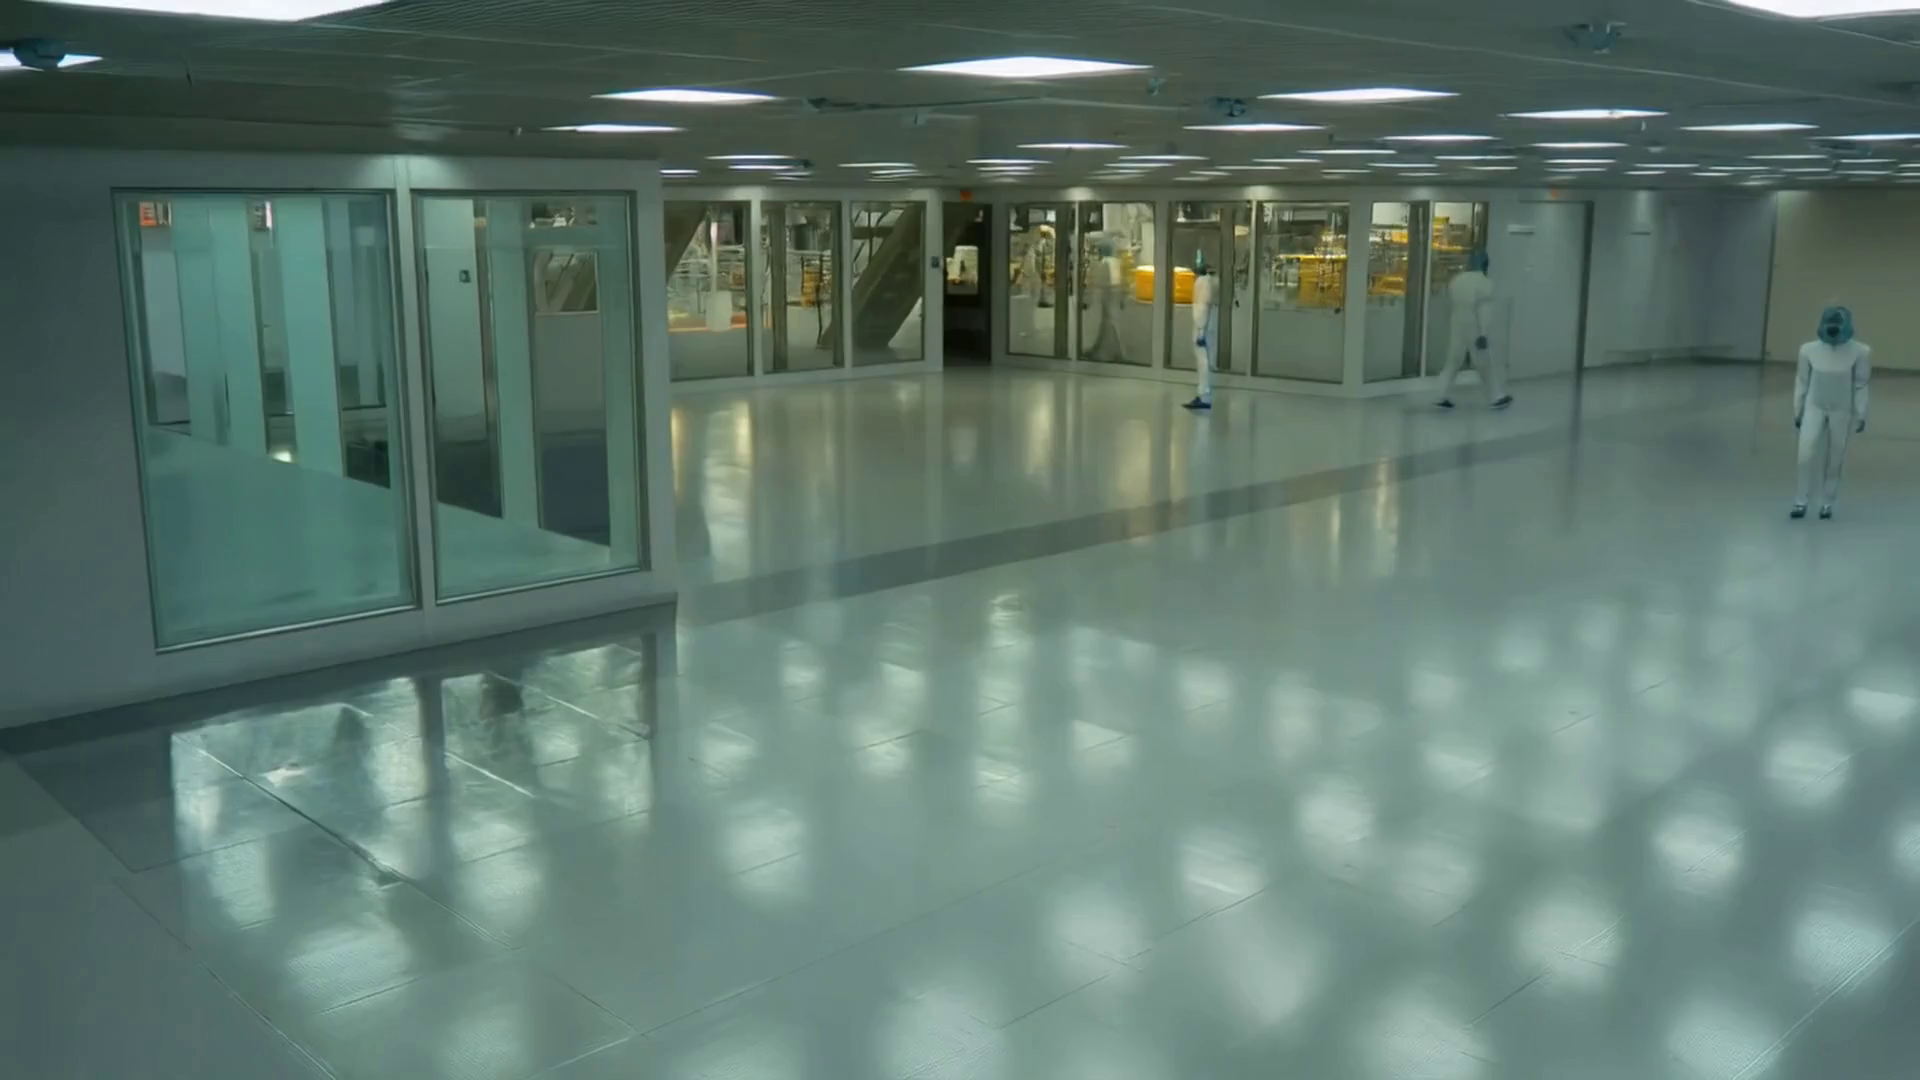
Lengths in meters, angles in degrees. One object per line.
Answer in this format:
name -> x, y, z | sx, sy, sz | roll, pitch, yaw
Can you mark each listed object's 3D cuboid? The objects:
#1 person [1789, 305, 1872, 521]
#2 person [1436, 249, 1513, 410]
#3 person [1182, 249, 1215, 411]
person -> 6.446, -0.925, 12.336 | 0.503, 1.613, 0.577 | 6, 13, 29
person -> 5.973, -2.433, 19.290 | 0.973, 1.851, 0.658 | -6, 13, -28
person -> 2.771, -2.421, 19.211 | 0.335, 1.865, 0.519 | 1, 11, 3
